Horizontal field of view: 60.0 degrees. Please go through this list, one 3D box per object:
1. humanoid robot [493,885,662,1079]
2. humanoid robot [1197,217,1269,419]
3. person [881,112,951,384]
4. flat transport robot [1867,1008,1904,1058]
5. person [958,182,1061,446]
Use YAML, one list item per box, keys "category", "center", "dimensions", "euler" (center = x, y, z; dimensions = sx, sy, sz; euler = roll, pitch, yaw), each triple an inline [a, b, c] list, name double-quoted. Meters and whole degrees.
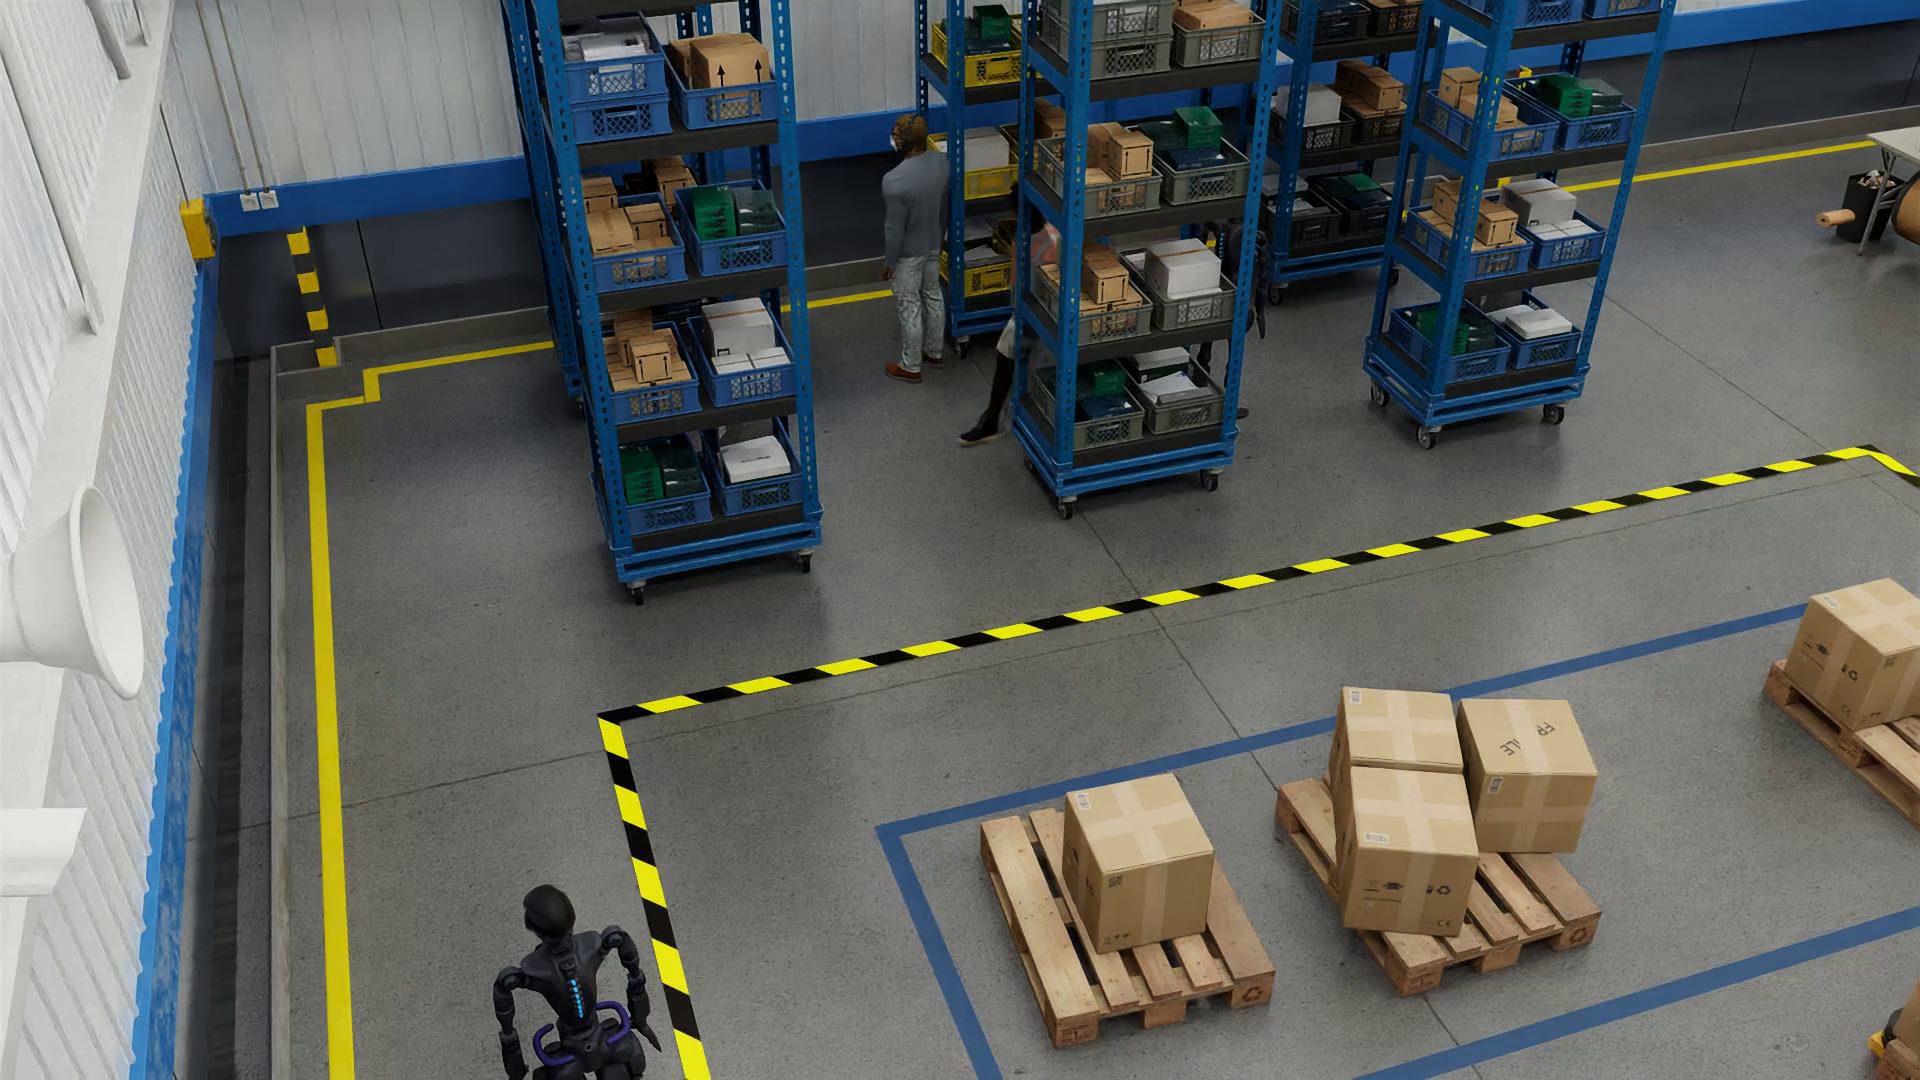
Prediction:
- category: "humanoid robot"
  center: [-1.397, 1.896, 6.130]
  dimensions: [0.599, 1.659, 0.315]
  euler: [-18, 39, -24]
- category: "humanoid robot"
  center: [1.767, -1.588, 11.071]
  dimensions: [0.599, 1.659, 0.315]
  euler: [26, 43, 32]
- category: "person"
  center: [-0.313, -2.001, 11.443]
  dimensions: [0.360, 1.939, 0.634]
  euler: [25, 42, 31]
- category: "flat transport robot"
  center: [4.479, 2.381, 6.656]
  dimensions: [0.652, 0.197, 1.431]
  euler: [-15, 38, -21]
- category: "person"
  center: [0.511, -1.449, 10.690]
  dimensions: [0.940, 1.910, 0.599]
  euler: [-16, 38, -22]
